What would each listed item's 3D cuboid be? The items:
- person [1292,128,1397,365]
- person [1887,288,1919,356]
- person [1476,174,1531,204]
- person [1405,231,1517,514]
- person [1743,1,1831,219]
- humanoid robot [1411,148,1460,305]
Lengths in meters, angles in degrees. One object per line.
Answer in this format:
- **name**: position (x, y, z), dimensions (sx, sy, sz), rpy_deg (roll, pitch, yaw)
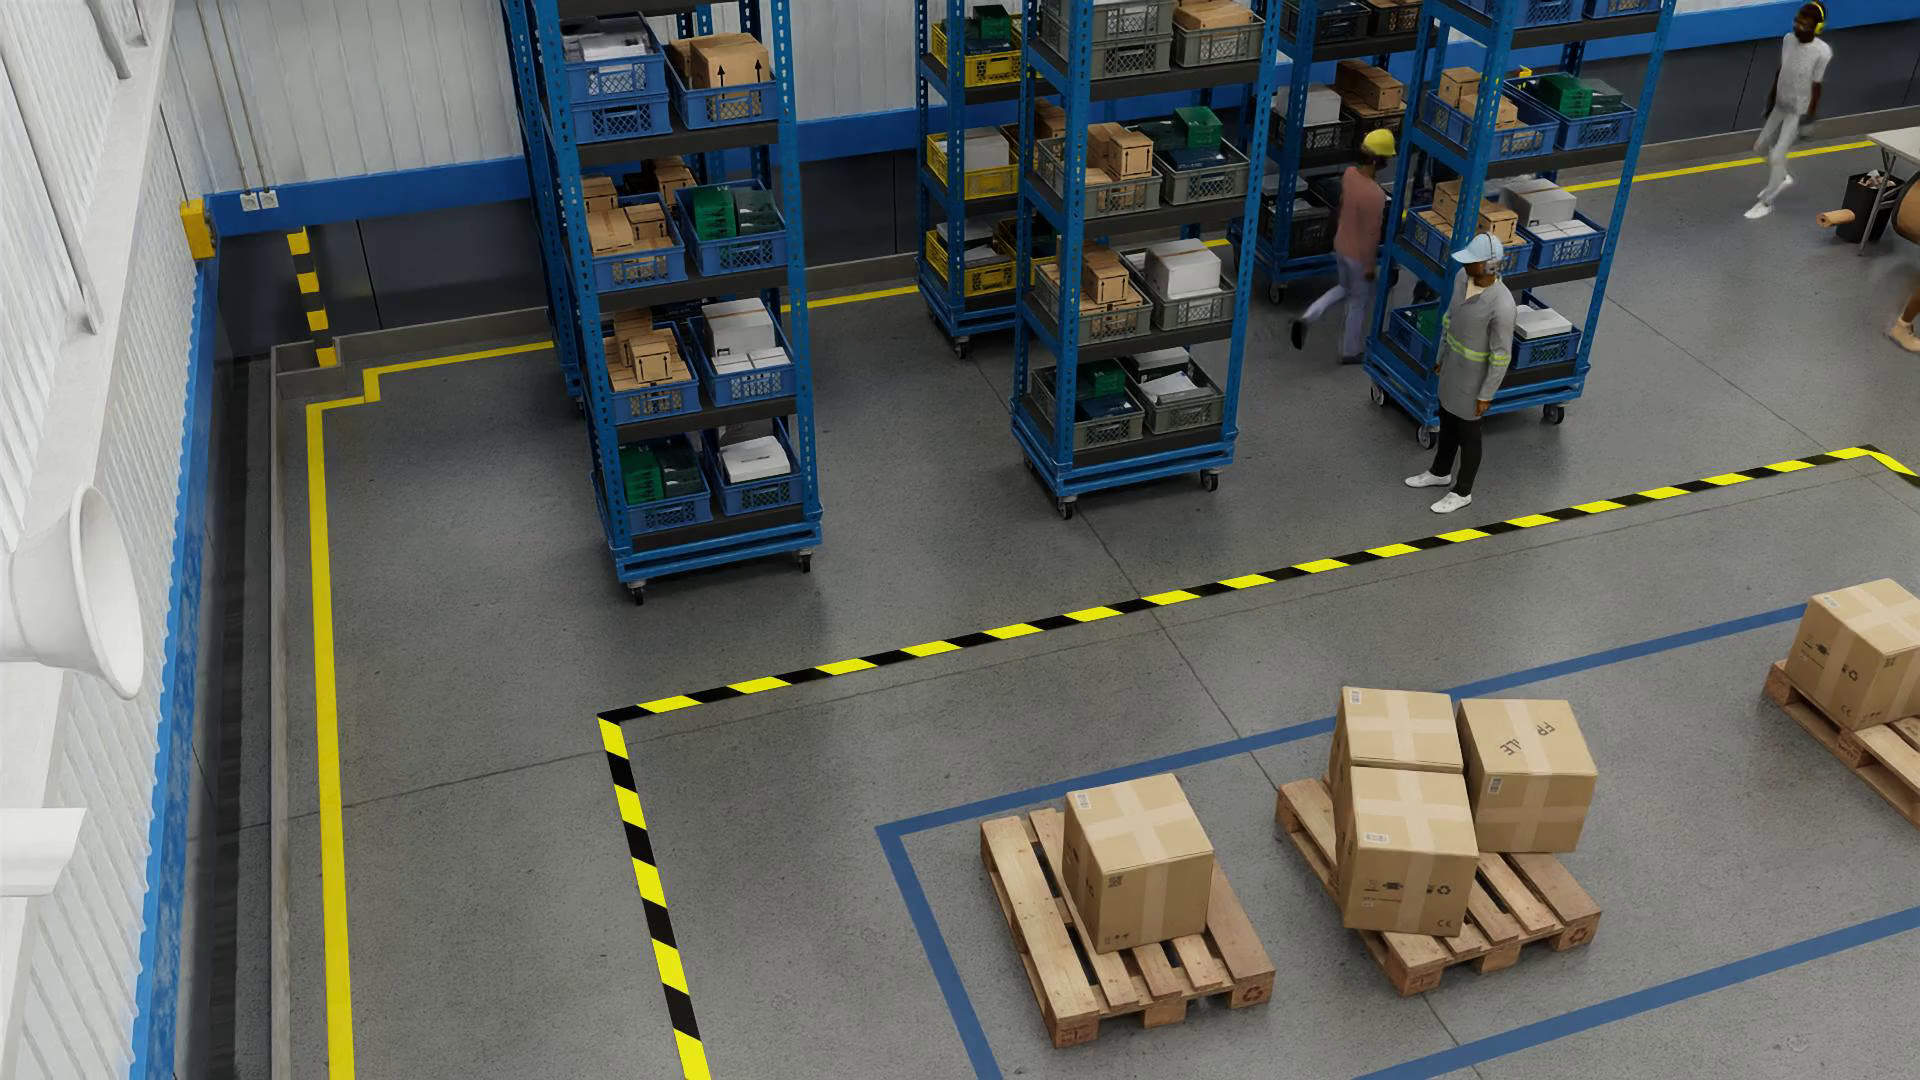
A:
- **person**: position (2.701, -2.022, 11.637), dimensions (0.567, 1.739, 0.561), rpy_deg (-10, 36, -14)
- **person**: position (7.121, -2.055, 11.477), dimensions (0.631, 1.979, 1.041), rpy_deg (-16, 38, -21)
- **person**: position (3.655, -2.038, 11.589), dimensions (0.591, 1.841, 0.662), rpy_deg (-19, 39, -25)
- **person**: position (3.051, -1.014, 10.119), dimensions (0.397, 1.850, 0.596), rpy_deg (-9, 36, -13)
- **person**: position (6.894, -3.549, 13.729), dimensions (0.583, 1.841, 0.544), rpy_deg (-11, 37, -15)
- **humanoid robot**: position (3.565, -2.401, 12.250), dimensions (0.684, 1.634, 0.591), rpy_deg (-19, 39, -25)
